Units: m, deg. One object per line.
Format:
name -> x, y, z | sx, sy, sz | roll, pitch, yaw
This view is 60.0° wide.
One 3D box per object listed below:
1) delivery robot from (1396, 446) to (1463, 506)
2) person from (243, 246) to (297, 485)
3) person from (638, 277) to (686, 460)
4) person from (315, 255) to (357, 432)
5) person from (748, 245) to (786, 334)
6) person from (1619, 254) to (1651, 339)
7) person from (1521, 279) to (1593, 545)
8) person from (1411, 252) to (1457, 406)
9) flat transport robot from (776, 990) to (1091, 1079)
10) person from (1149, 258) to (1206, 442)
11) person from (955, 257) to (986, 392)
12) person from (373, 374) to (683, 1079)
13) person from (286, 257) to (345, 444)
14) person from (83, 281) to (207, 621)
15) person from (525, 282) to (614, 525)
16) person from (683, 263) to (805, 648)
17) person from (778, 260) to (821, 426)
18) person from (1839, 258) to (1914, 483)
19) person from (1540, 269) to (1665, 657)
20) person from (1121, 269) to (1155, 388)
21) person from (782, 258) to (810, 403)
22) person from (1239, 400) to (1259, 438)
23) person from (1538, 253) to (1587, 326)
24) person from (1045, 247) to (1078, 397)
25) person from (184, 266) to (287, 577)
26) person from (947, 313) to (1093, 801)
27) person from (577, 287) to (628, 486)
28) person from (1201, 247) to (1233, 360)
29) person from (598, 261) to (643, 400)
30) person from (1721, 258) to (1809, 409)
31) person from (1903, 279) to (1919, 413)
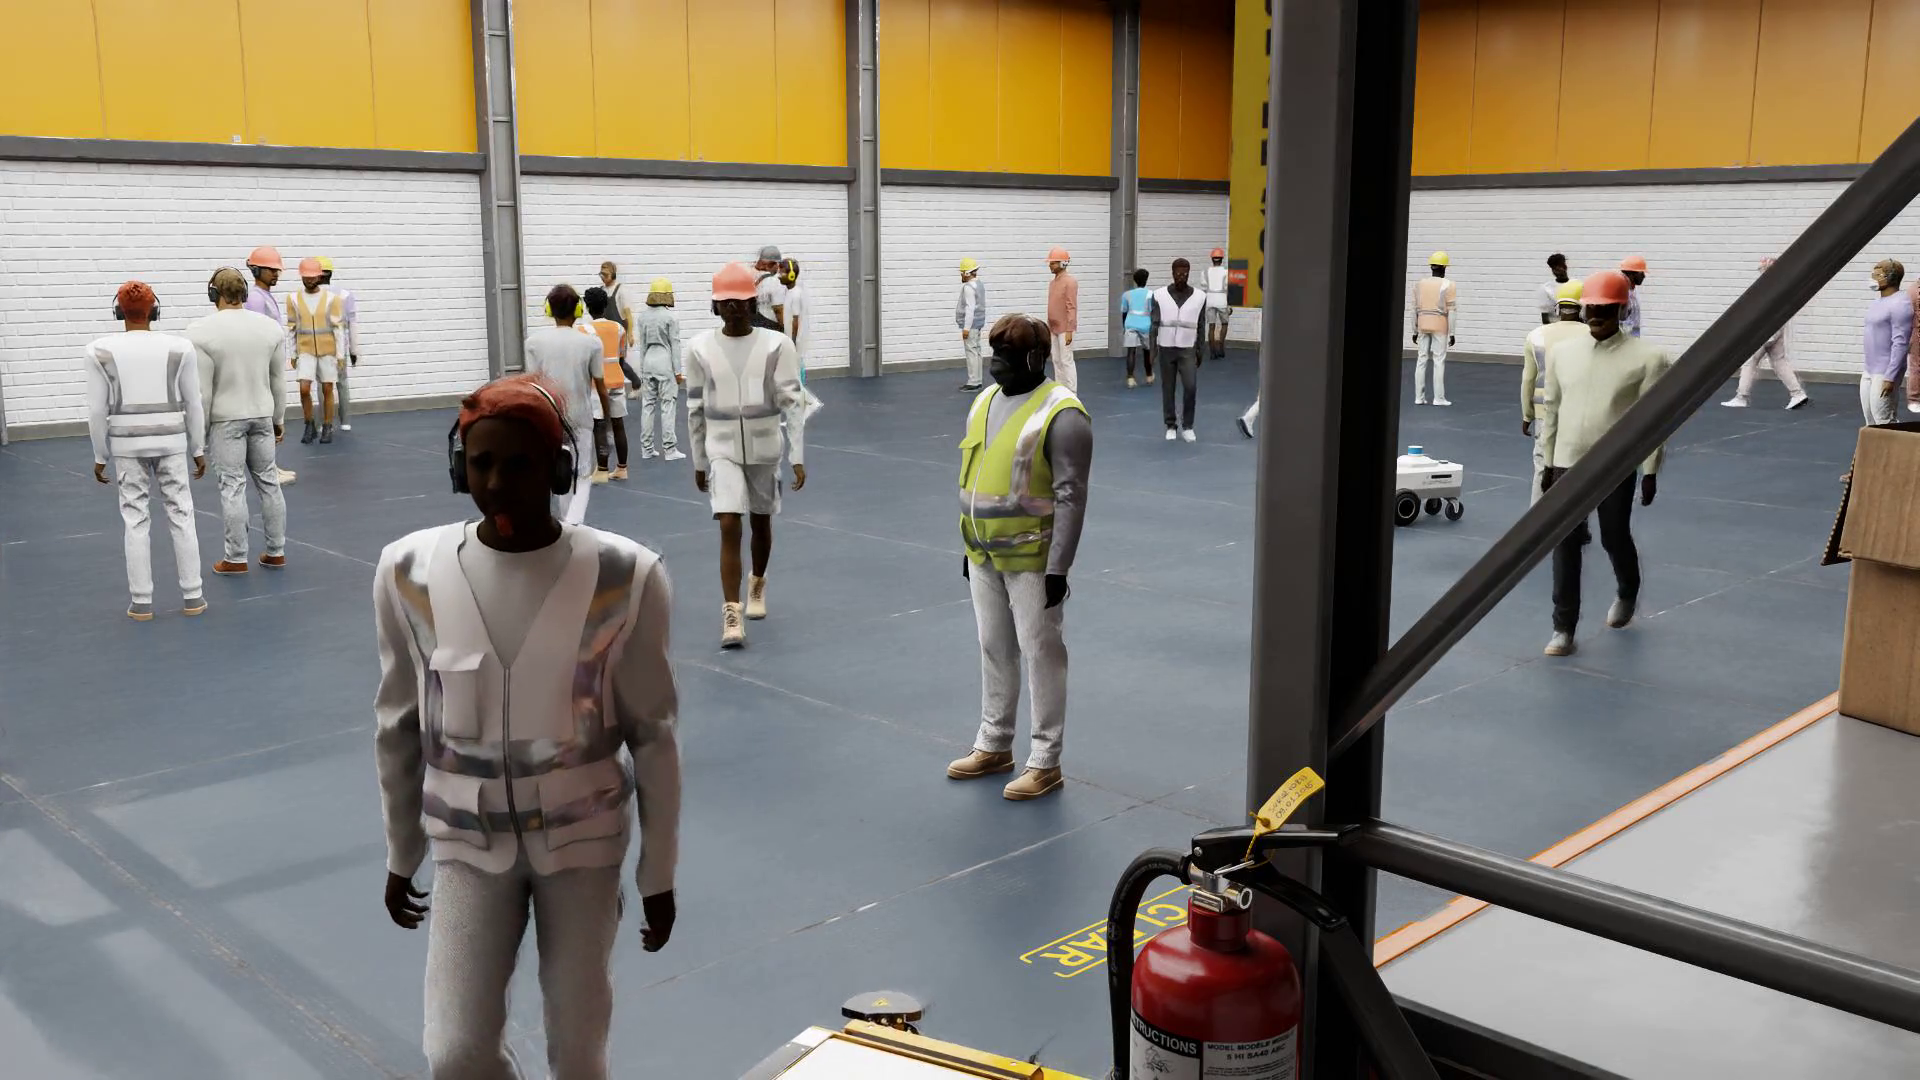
delivery robot -> 3.407, -0.464, 12.472 | 0.707, 0.478, 0.477 | -4, 11, -20
person -> -5.927, -1.493, 14.292 | 0.396, 2.037, 0.611 | -3, 11, -16
person -> -2.850, -1.635, 15.909 | 0.483, 1.736, 0.340 | 6, 12, 28
person -> -6.863, -2.127, 18.071 | 0.589, 1.927, 0.373 | -6, 12, -32
person -> -2.180, -2.517, 19.870 | 0.791, 2.000, 0.699 | -8, 13, -36
person -> 6.939, -1.994, 17.307 | 0.377, 1.933, 0.551 | 2, 11, 13
person -> 4.191, -0.878, 11.496 | 0.600, 1.831, 0.404 | 5, 12, 27
person -> 5.943, -2.639, 20.845 | 0.591, 1.926, 0.387 | 10, 14, 43
flat transport robot -> -0.286, 1.368, 3.513 | 0.652, 0.197, 1.431 | 6, 12, 28
person -> 2.249, -1.957, 17.227 | 0.594, 1.892, 0.690 | 1, 10, 4
person -> 0.140, -2.935, 22.723 | 0.404, 1.827, 0.600 | 3, 11, 15
person -> -0.836, 0.616, 3.235 | 0.606, 1.870, 0.410 | -1, 10, -3
person -> -6.560, -1.920, 16.961 | 0.558, 1.910, 0.546 | -2, 11, -13
person -> -4.513, -0.492, 9.260 | 0.576, 1.881, 0.352 | -5, 12, -27
person -> -2.501, -0.716, 10.603 | 0.533, 1.846, 0.859 | 0, 10, 1
person -> -1.147, -0.478, 8.899 | 0.633, 1.992, 1.053 | -1, 10, -5
person -> -1.843, -2.188, 18.584 | 0.432, 1.859, 0.509 | -3, 11, -14
person -> 7.764, -1.392, 14.015 | 0.370, 1.941, 0.627 | 2, 11, 10
person -> 3.332, -0.417, 8.623 | 0.619, 1.971, 0.873 | 8, 13, 36
person -> 2.545, -2.992, 23.499 | 0.553, 1.643, 0.859 | 4, 11, 20
person -> -2.104, -2.654, 21.145 | 0.382, 1.845, 0.571 | -2, 11, -11
person -> 3.317, -1.839, 17.319 | 0.724, 1.617, 0.514 | -3, 11, -16
person -> 7.540, -2.604, 20.716 | 0.689, 1.908, 0.771 | 2, 11, 11
person -> 1.233, -2.591, 20.445 | 0.397, 1.988, 0.619 | -5, 11, -24
person -> -4.524, -0.736, 10.439 | 0.372, 1.940, 0.631 | 8, 13, 38
person -> 0.211, 0.060, 6.359 | 0.429, 1.845, 0.625 | -8, 13, -38
person -> -3.065, -1.313, 14.243 | 0.322, 1.695, 0.536 | 7, 12, 33
person -> 4.425, -4.061, 28.615 | 0.588, 1.916, 0.566 | 4, 11, 20
person -> -4.307, -2.605, 20.947 | 0.562, 1.822, 0.545 | 7, 13, 34
person -> 10.006, -2.533, 20.459 | 0.959, 1.867, 0.651 | 10, 14, 43
person -> 11.553, -2.427, 19.884 | 0.673, 1.855, 0.652 | 1, 10, 6
